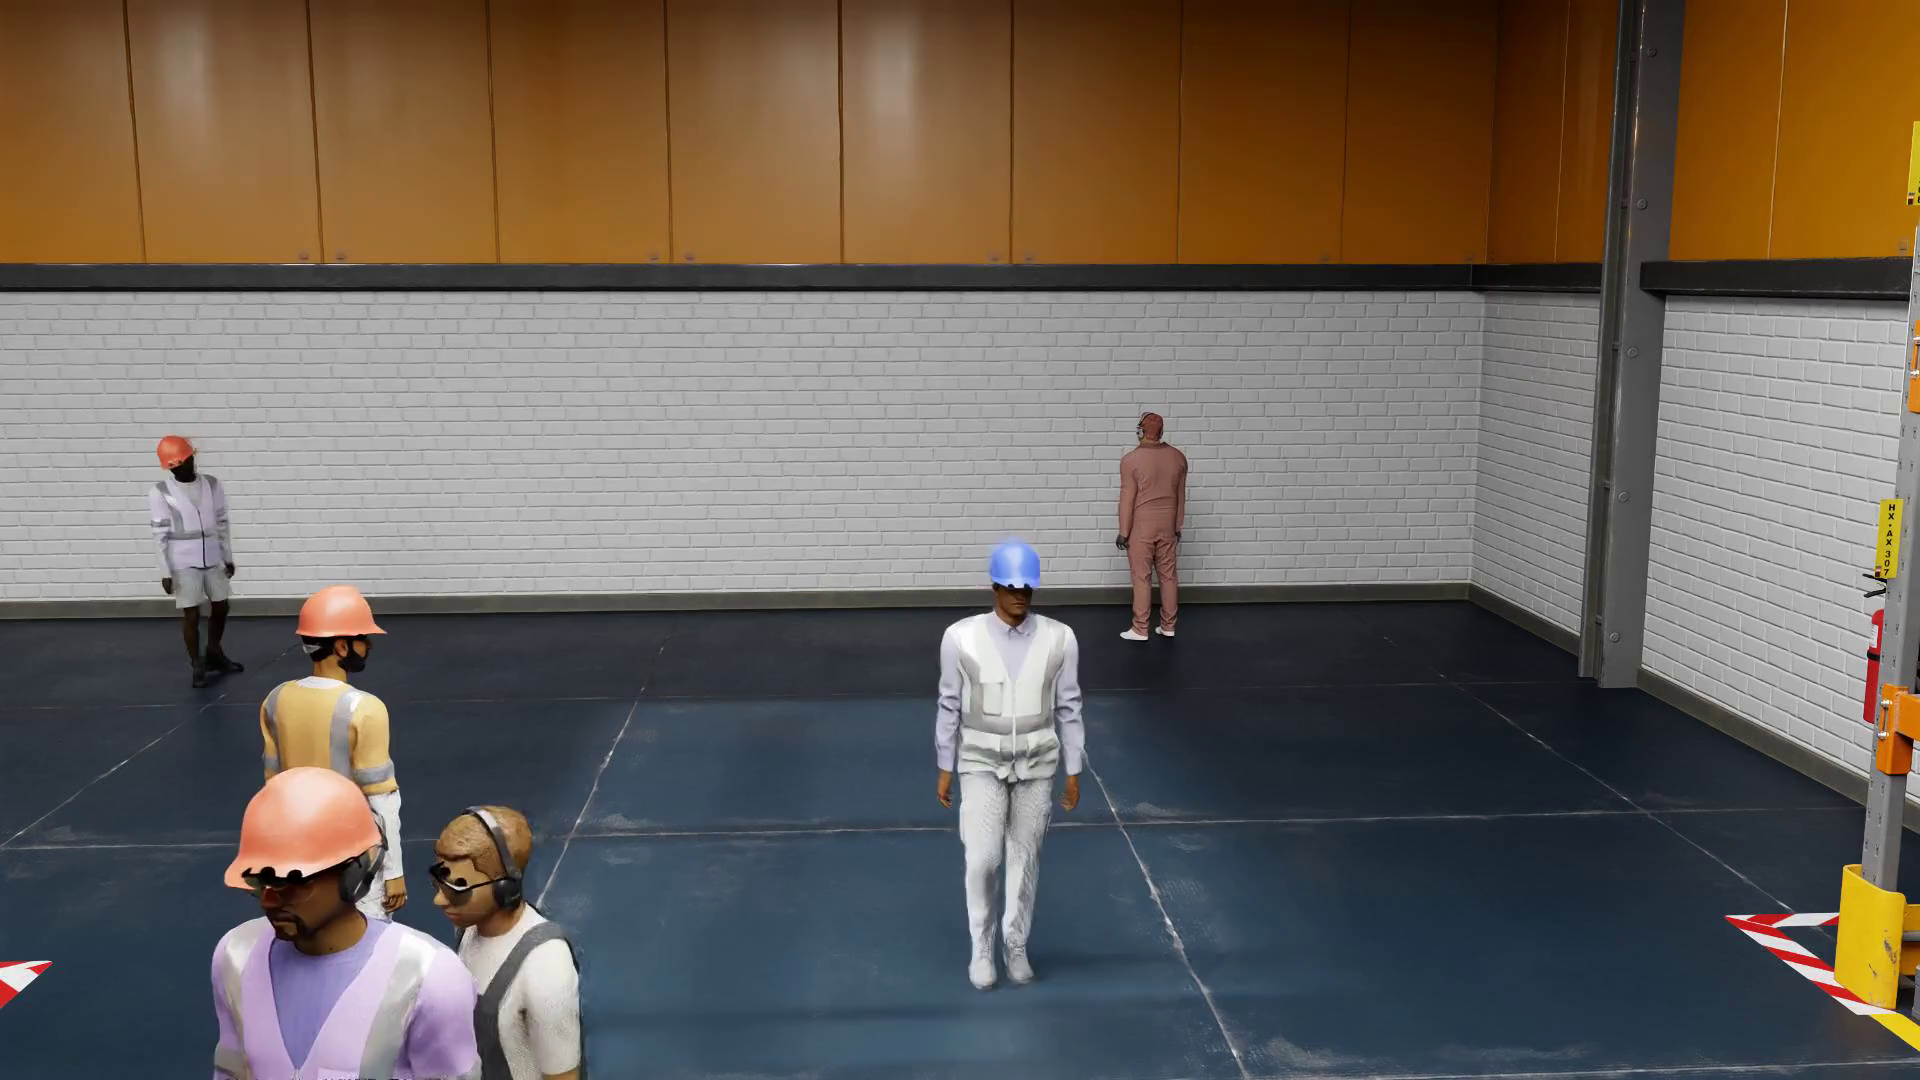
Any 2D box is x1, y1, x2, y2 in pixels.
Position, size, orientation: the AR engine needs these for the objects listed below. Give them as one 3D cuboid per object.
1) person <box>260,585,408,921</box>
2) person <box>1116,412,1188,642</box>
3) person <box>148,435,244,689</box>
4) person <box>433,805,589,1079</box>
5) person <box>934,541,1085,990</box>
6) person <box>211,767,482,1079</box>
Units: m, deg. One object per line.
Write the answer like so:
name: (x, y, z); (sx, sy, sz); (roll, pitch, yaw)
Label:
person: (-2.222, 1.120, 6.011); (0.552, 1.933, 0.364); (4, 10, 23)
person: (1.566, -0.107, 13.807); (0.643, 1.910, 0.399); (-5, 10, -27)
person: (-5.648, 0.147, 12.294); (0.538, 1.889, 0.691); (6, 11, 35)
person: (-0.999, 1.487, 4.077); (0.669, 1.819, 0.545); (-6, 11, -35)
person: (0.218, 0.957, 7.027); (0.633, 1.932, 0.527); (-1, 9, -7)
person: (-1.307, 1.465, 3.512); (0.611, 2.042, 0.396); (2, 9, 15)
